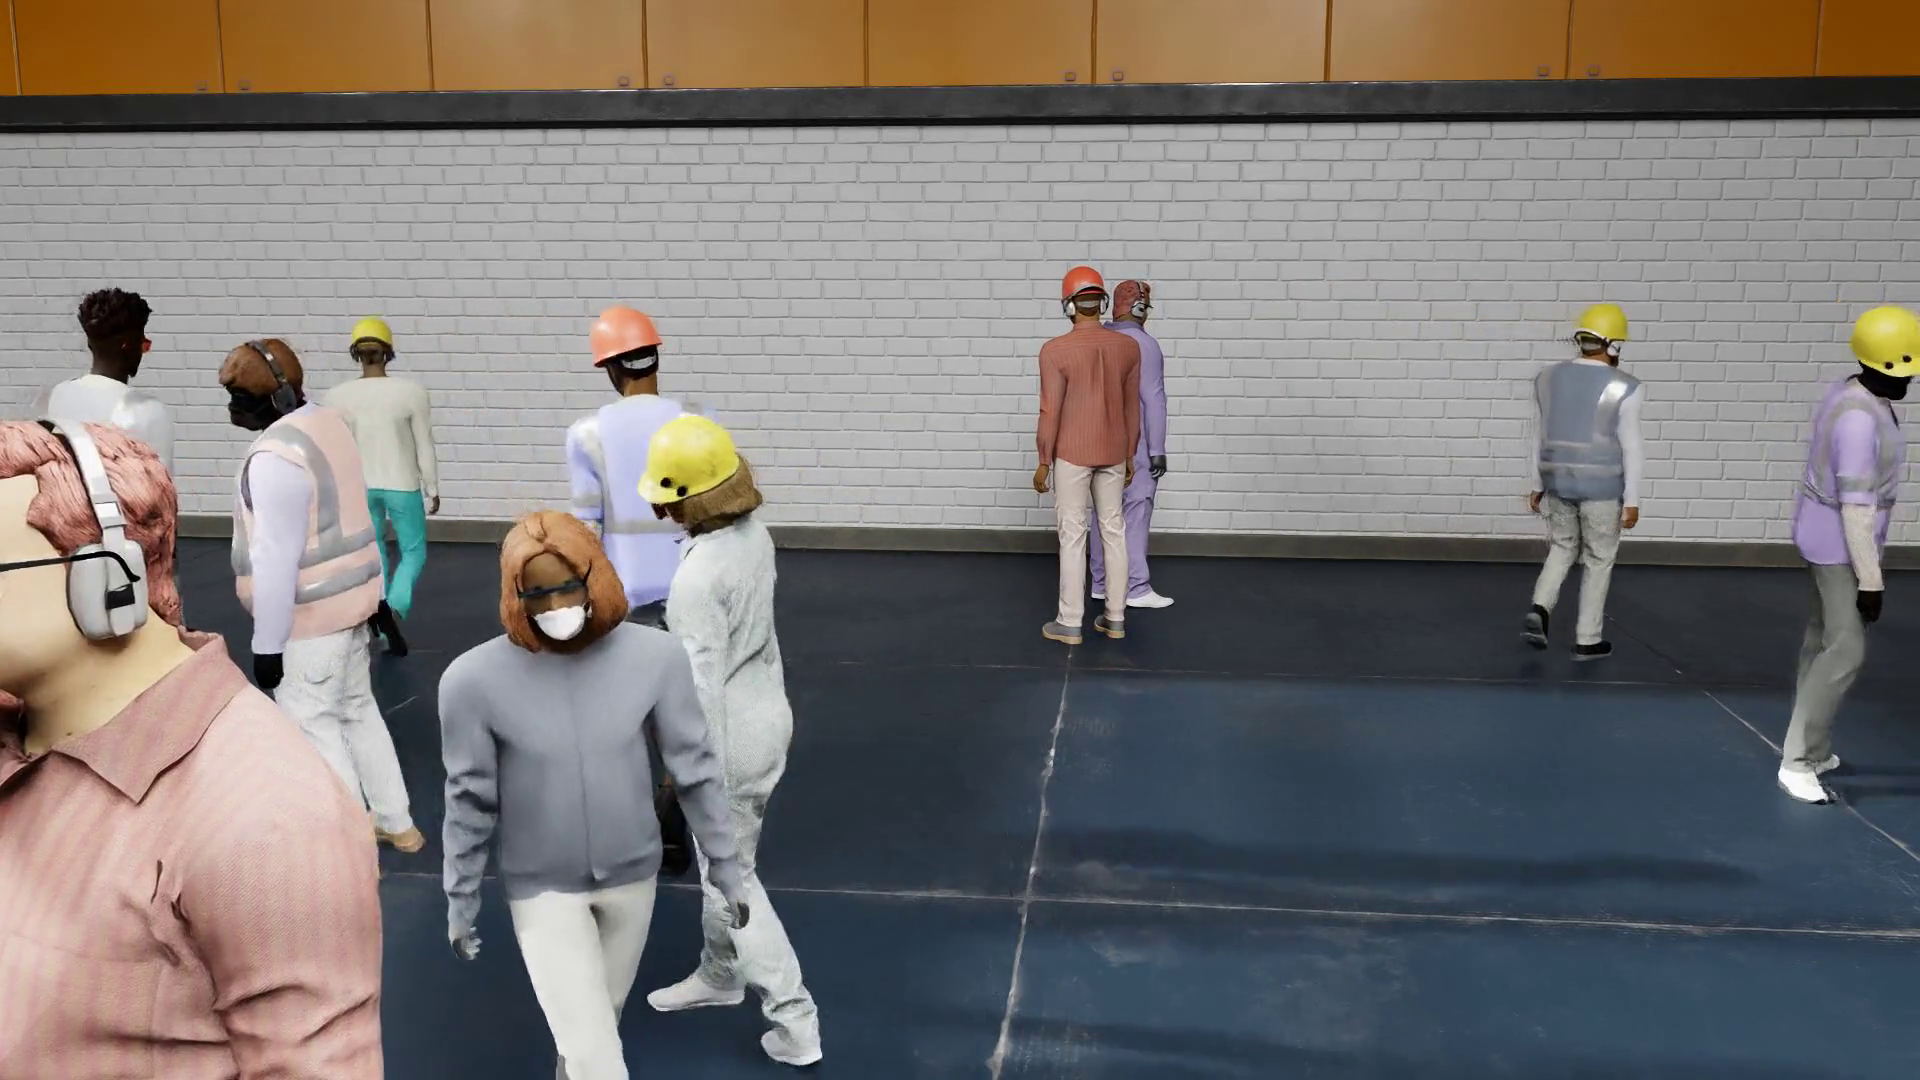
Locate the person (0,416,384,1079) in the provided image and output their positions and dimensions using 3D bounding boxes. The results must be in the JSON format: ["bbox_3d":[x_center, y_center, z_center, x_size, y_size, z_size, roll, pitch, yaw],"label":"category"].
[{"bbox_3d":[-0.913,0.817,1.820,0.651,1.907,0.409,7,12,33],"label":"person"}]

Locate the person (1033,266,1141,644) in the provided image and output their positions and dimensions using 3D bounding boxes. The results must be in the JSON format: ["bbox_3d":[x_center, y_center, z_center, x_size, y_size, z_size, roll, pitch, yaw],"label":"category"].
[{"bbox_3d":[0.666,-0.443,8.808,0.611,1.985,0.394,-5,11,-24],"label":"person"}]

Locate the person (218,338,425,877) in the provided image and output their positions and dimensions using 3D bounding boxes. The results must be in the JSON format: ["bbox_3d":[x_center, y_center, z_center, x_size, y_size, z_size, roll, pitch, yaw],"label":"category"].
[{"bbox_3d":[-2.084,0.245,5.402,0.470,1.803,0.726,0,10,-1],"label":"person"}]

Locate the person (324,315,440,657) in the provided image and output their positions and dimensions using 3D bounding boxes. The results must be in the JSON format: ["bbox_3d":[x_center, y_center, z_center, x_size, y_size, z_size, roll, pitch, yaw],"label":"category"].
[{"bbox_3d":[-2.913,-0.251,8.362,0.539,1.748,0.599,-1,10,-5],"label":"person"}]

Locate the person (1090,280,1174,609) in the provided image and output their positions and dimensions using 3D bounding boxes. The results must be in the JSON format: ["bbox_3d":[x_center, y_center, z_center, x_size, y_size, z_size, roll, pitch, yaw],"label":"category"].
[{"bbox_3d":[0.984,-0.553,9.683,0.407,1.902,0.638,-7,12,-37],"label":"person"}]

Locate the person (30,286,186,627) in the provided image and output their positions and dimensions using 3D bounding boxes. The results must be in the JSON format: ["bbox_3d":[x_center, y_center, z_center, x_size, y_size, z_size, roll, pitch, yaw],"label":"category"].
[{"bbox_3d":[-3.105,0.062,6.031,0.635,1.948,0.694,3,10,18],"label":"person"}]

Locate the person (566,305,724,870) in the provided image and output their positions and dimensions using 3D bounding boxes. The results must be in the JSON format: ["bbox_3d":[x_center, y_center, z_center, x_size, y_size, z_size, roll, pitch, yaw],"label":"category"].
[{"bbox_3d":[-1.045,0.155,5.693,0.593,1.897,0.875,0,10,1],"label":"person"}]

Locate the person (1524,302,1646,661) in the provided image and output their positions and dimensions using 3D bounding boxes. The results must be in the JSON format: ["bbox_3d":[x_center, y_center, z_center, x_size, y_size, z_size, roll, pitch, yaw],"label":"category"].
[{"bbox_3d":[3.125,-0.276,8.337,0.470,1.814,0.609,-8,13,-39],"label":"person"}]

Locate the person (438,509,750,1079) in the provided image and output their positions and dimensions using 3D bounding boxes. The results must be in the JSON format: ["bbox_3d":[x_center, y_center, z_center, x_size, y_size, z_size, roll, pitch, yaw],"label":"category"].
[{"bbox_3d":[-0.743,0.705,3.386,0.574,1.572,0.826,-5,11,-29],"label":"person"}]

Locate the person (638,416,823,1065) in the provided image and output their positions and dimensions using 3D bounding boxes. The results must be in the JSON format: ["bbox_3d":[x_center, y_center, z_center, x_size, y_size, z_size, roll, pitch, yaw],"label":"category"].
[{"bbox_3d":[-0.591,0.509,4.241,0.581,1.679,0.547,3,10,16],"label":"person"}]

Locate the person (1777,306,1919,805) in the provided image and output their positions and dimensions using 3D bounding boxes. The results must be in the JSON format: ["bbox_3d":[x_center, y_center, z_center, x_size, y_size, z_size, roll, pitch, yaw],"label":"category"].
[{"bbox_3d":[3.394,0.046,6.355,0.374,1.874,0.697,5,11,24],"label":"person"}]
